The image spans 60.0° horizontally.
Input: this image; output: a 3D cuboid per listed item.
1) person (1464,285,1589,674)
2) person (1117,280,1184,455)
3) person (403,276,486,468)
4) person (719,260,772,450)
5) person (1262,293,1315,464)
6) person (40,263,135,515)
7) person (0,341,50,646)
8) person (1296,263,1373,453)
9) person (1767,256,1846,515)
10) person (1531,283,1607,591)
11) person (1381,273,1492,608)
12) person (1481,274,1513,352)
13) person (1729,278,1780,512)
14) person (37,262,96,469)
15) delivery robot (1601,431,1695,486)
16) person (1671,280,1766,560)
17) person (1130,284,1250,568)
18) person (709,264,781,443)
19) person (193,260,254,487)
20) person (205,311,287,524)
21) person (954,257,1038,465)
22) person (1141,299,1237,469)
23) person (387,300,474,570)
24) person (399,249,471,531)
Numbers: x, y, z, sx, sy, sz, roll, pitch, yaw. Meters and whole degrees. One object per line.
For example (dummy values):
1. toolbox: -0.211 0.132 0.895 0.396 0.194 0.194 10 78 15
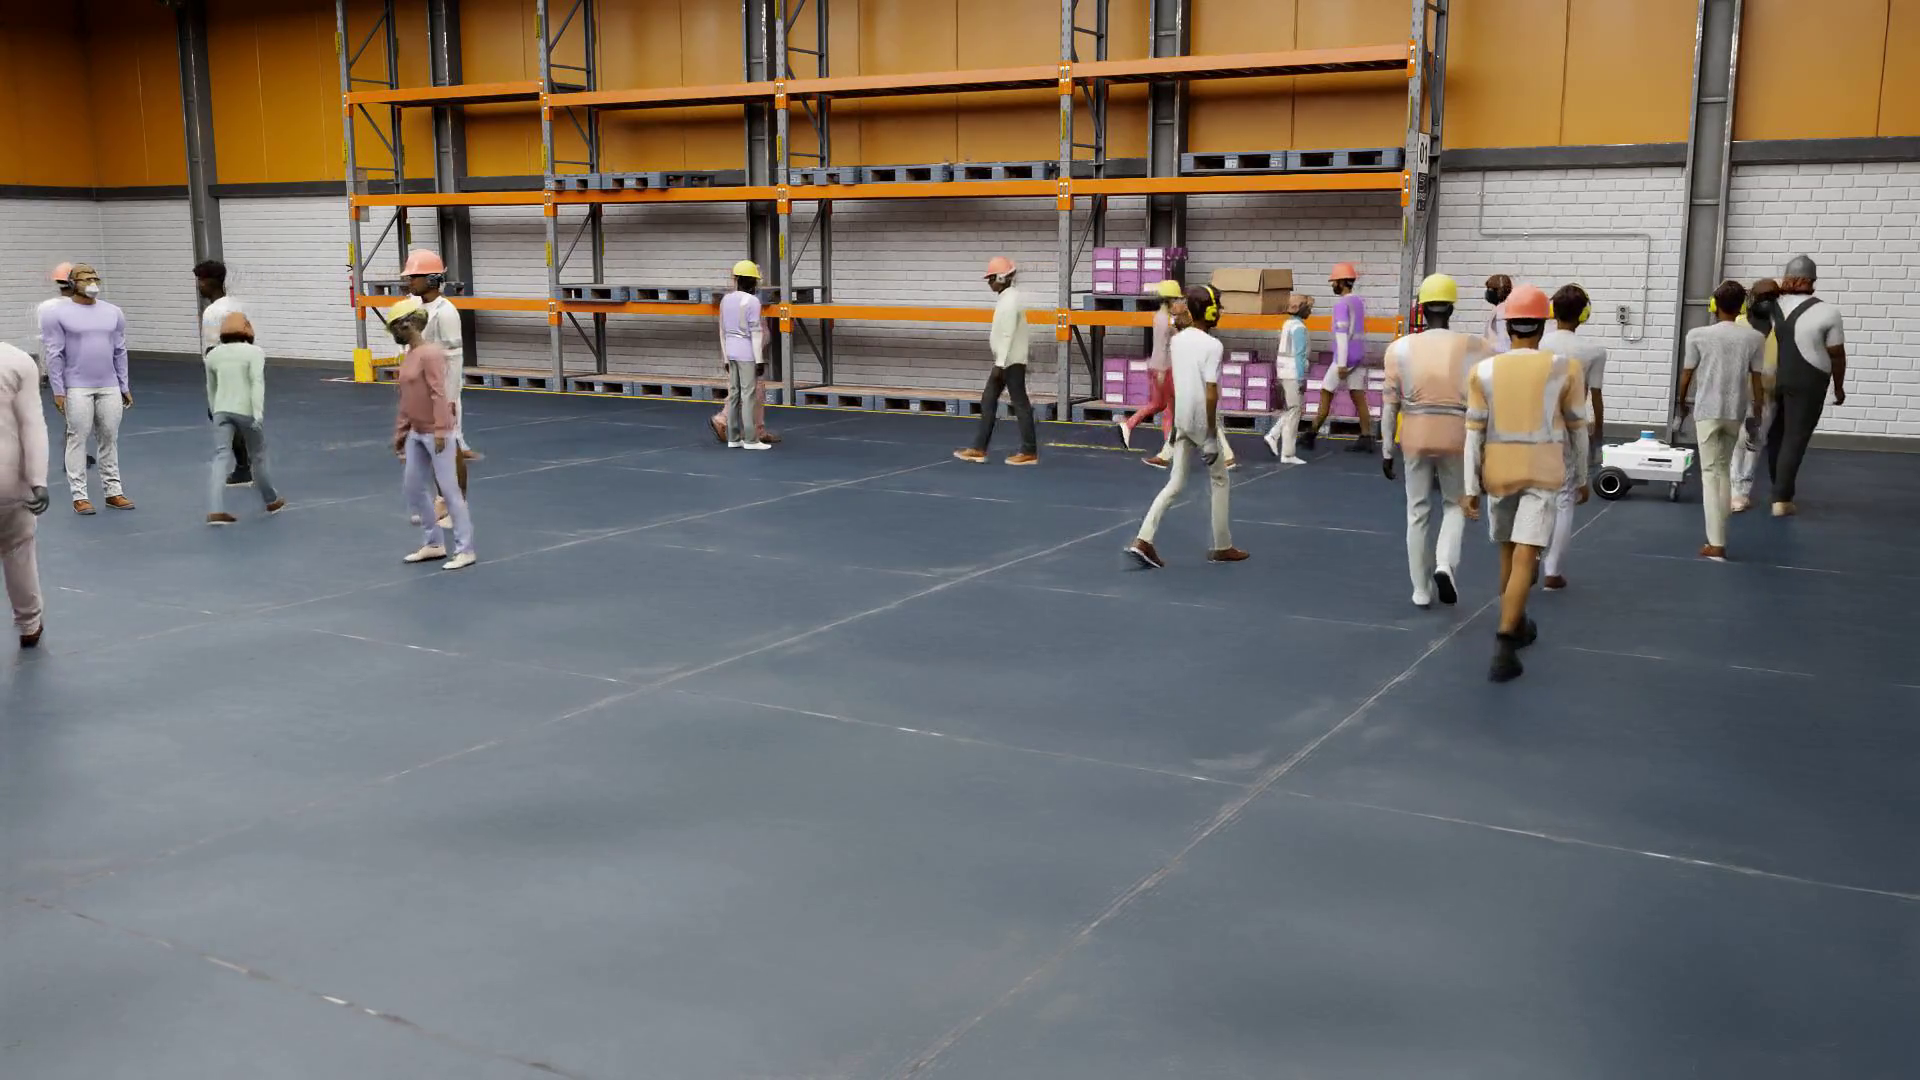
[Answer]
1. person: 2.773 -0.306 8.219 0.553 1.887 1.025 6 12 32
2. person: 1.941 -1.698 16.438 0.662 1.741 0.521 0 10 -2
3. person: -4.833 -1.606 15.470 0.876 1.902 0.640 -1 10 -6
4. person: -2.198 -1.873 16.936 0.383 1.923 0.588 -10 14 -44
5. person: 3.163 -1.534 15.852 0.407 1.621 0.602 -1 10 -4
6. person: -6.754 -1.174 12.935 0.372 1.940 0.630 7 12 34
7. person: -4.862 -0.310 8.272 0.660 1.850 0.999 -4 11 -20
8. person: 3.782 -1.829 16.756 0.939 1.890 0.580 8 13 37
9. person: 6.565 -1.239 13.012 0.957 2.000 0.687 -8 13 -39
10. person: 3.564 -0.600 9.931 0.545 1.850 0.446 5 11 28
11. person: 2.687 -0.544 9.425 0.610 1.911 0.465 3 10 15
12. person: 5.070 -1.634 15.932 0.982 1.787 0.637 5 11 28
13. person: 6.200 -1.117 12.943 0.641 1.810 0.769 2 10 9
14. person: -8.172 -1.609 15.450 0.560 1.911 0.657 1 10 7
15. delivery robot: 5.615 -0.648 13.606 0.707 0.478 0.477 6 11 29
16. person: 5.060 -0.806 11.152 0.488 1.839 0.728 1 10 6
17. person: 1.484 -0.728 10.715 0.918 1.836 0.529 -7 12 -33
18. person: -2.244 -1.920 17.306 0.674 1.882 0.655 -3 10 -15
19. person: -6.316 -1.419 14.276 0.455 1.948 0.629 -1 10 -4
20. person: -5.440 -0.931 12.572 0.531 1.565 0.867 1 10 7
21. person: 0.330 -1.671 15.683 0.911 1.951 0.644 -1 10 -5
22. person: 2.147 -1.412 15.281 0.879 1.587 0.539 2 10 9
23. person: -3.422 -0.680 10.752 0.364 1.722 0.579 -9 13 -41
24. person: -3.838 -1.085 12.133 0.397 2.043 0.610 -8 13 -38
